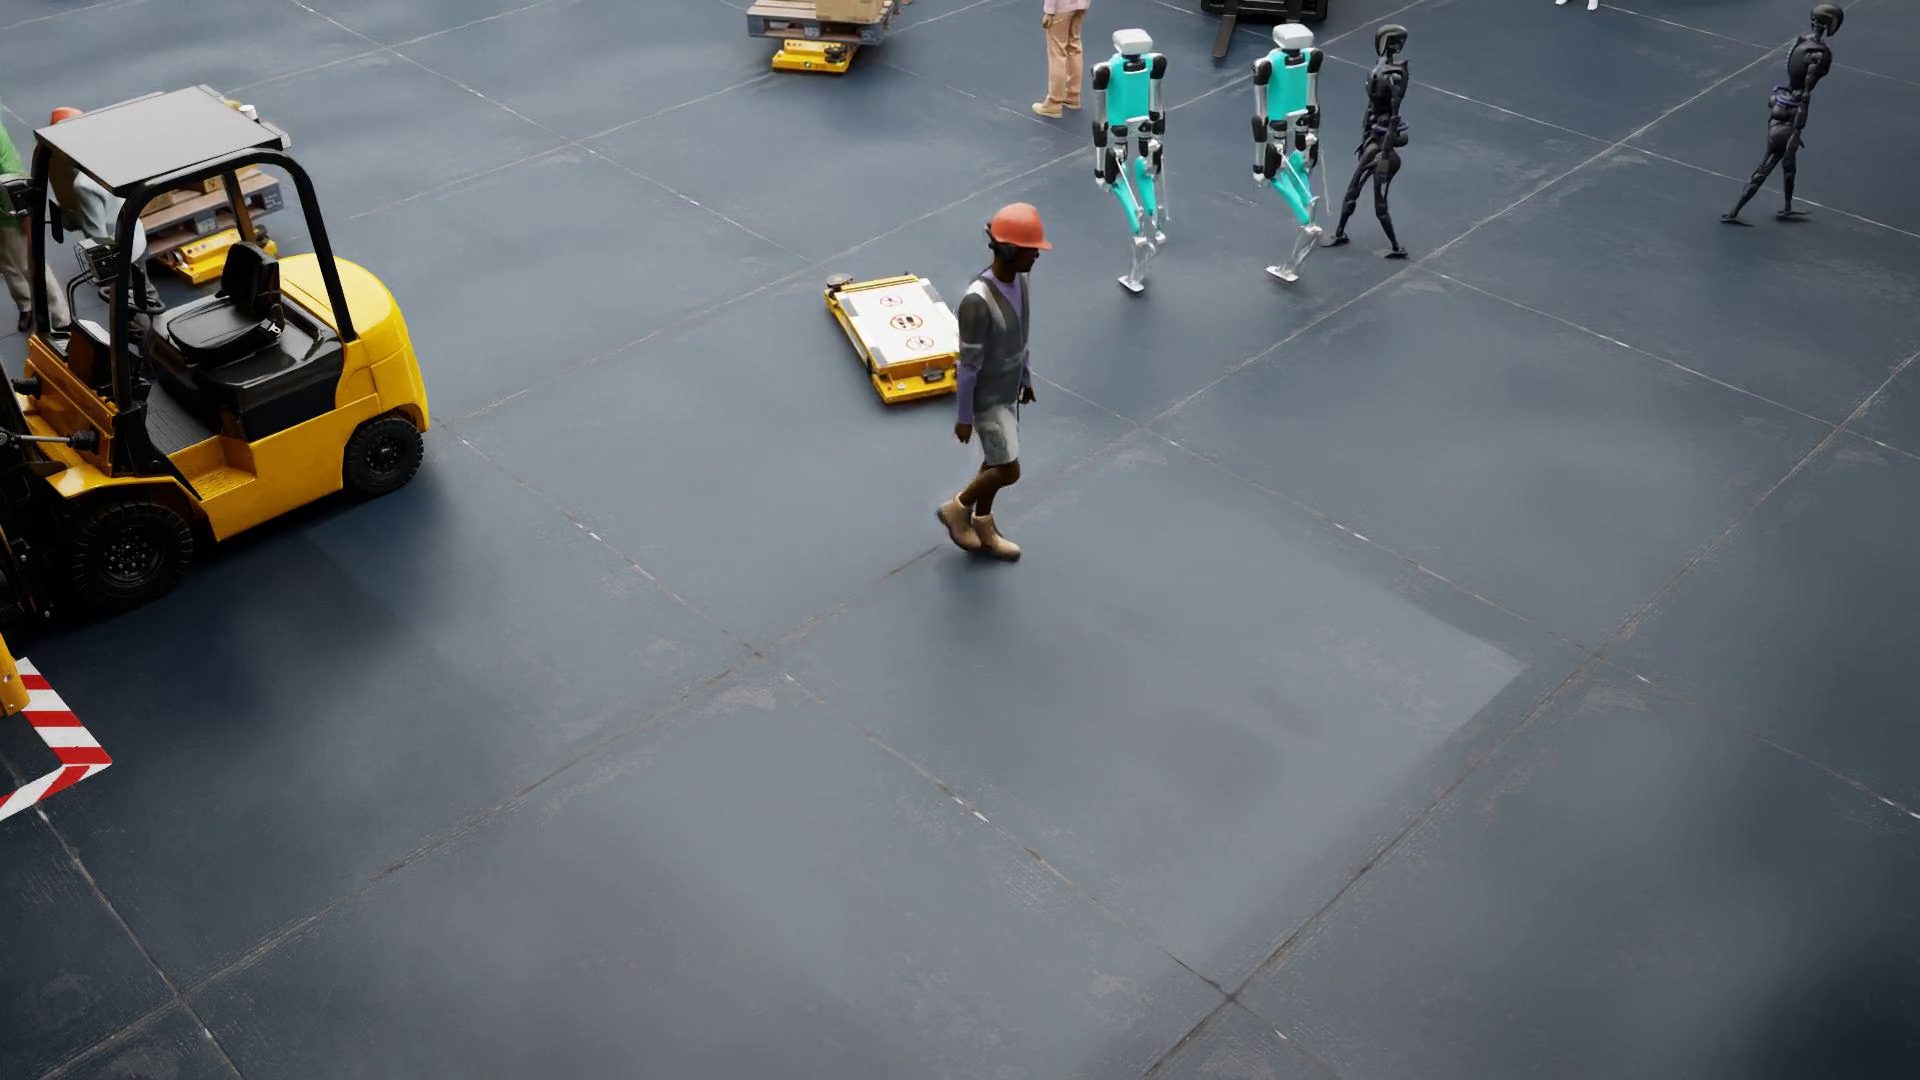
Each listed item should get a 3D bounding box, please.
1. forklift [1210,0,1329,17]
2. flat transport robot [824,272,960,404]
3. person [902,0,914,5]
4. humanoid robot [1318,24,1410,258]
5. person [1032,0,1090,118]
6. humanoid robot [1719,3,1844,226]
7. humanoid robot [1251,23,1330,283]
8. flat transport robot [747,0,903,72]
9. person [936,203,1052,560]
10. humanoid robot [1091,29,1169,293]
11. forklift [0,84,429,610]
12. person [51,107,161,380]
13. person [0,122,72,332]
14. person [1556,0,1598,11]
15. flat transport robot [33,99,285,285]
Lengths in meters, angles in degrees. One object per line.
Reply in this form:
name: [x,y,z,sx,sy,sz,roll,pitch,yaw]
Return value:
forklift: [3.106,-6.400,15.960,1.214,2.155,2.313,8,37,10]
flat transport robot: [-0.380,-1.358,10.814,0.659,0.231,1.431,-12,38,-15]
person: [-0.655,-6.086,15.755,0.372,1.933,0.626,-5,37,-6]
humanoid robot: [2.893,-2.734,11.508,0.603,1.636,0.622,-2,37,-2]
person: [0.877,-4.342,13.554,0.419,1.774,0.541,24,43,29]
humanoid robot: [5.978,-3.006,11.858,0.656,1.634,0.614,10,38,13]
humanoid robot: [2.275,-2.446,11.099,0.530,1.845,0.775,-19,41,-23]
flat transport robot: [-1.211,-4.627,15.191,0.659,0.231,1.431,7,37,9]
person: [0.203,-0.764,8.558,0.437,2.019,0.653,17,40,21]
humanoid robot: [1.204,-2.402,11.009,0.530,1.823,0.709,-16,40,-20]
forklift: [-4.145,-1.093,8.856,2.313,2.155,1.214,-31,47,-34]
person: [-5.182,-1.809,10.189,0.345,1.740,0.572,-3,37,-3]
person: [-6.095,-2.137,10.604,0.587,1.767,0.399,22,42,27]
person: [6.025,-5.854,15.689,0.513,1.637,0.307,20,41,25]
flat transport robot: [-5.631,-2.237,11.991,1.431,0.231,0.659,27,44,31]
